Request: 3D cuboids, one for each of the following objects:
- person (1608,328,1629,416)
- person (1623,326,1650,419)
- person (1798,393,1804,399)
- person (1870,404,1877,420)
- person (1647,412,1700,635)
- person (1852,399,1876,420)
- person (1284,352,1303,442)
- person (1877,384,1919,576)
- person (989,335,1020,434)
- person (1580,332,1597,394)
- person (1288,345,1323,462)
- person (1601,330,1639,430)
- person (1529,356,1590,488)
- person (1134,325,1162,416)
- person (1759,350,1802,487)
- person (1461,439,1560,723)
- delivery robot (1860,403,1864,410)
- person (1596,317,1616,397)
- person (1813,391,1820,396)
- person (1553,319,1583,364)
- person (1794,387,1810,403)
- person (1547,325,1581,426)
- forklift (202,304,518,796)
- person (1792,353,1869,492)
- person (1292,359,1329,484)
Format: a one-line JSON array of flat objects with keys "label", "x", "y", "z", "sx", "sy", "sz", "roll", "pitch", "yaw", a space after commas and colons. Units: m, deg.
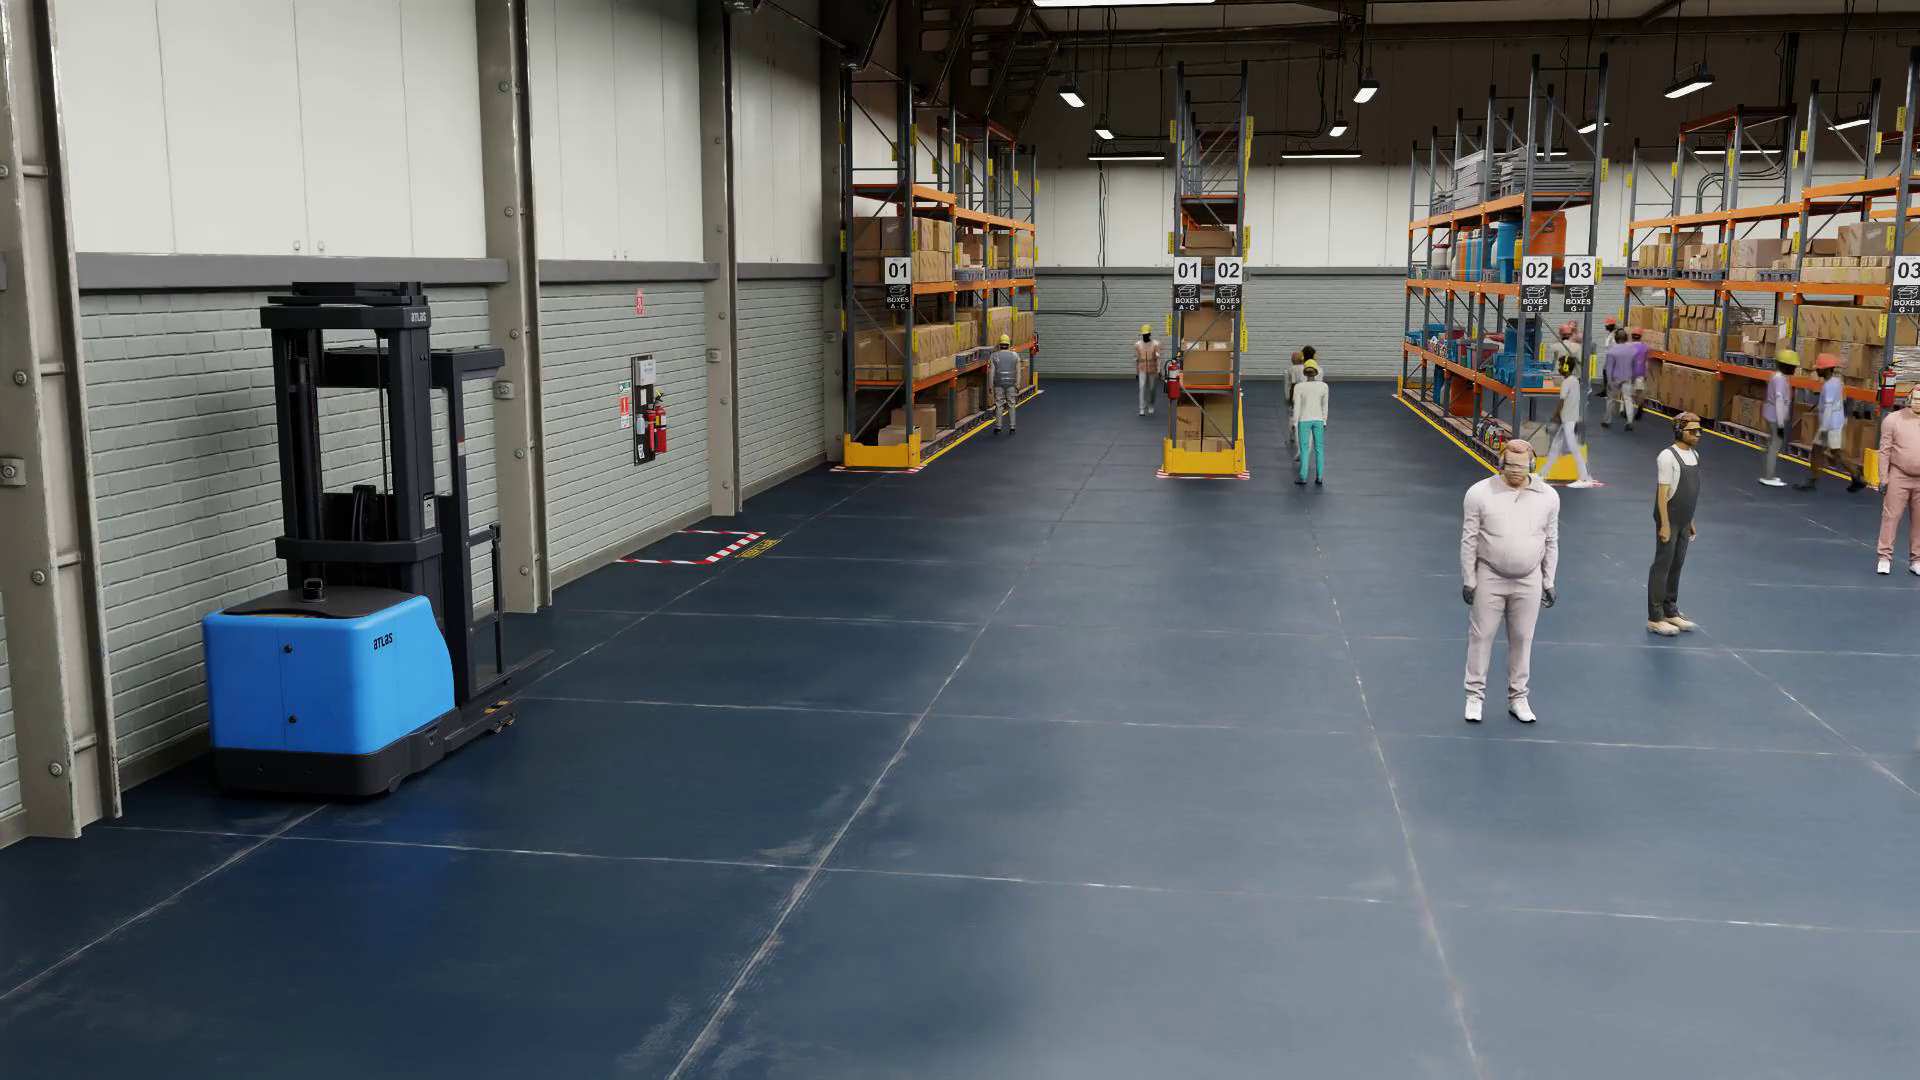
[{"label": "person", "x": 13.786, "y": -3.519, "z": 34.759, "sx": 0.511, "sy": 1.828, "sz": 1.000, "roll": 3, "pitch": 10, "yaw": 16}, {"label": "person", "x": 13.664, "y": -3.376, "z": 33.636, "sx": 0.536, "sy": 1.900, "sz": 0.880, "roll": 2, "pitch": 9, "yaw": 10}, {"label": "person", "x": 19.104, "y": -4.135, "z": 38.534, "sx": 0.970, "sy": 1.832, "sz": 0.607, "roll": 3, "pitch": 10, "yaw": 17}, {"label": "person", "x": 17.410, "y": -3.048, "z": 31.539, "sx": 0.628, "sy": 1.907, "sz": 0.894, "roll": 1, "pitch": 9, "yaw": 5}, {"label": "person", "x": 5.981, "y": -0.147, "z": 13.875, "sx": 0.506, "sy": 1.847, "sz": 0.350, "roll": -7, "pitch": 12, "yaw": -38}, {"label": "person", "x": 15.820, "y": -2.524, "z": 29.036, "sx": 0.541, "sy": 1.687, "sz": 0.472, "roll": 2, "pitch": 9, "yaw": 10}, {"label": "person", "x": 5.900, "y": -2.482, "z": 29.014, "sx": 0.504, "sy": 1.598, "sz": 0.826, "roll": 2, "pitch": 9, "yaw": 12}, {"label": "person", "x": 9.441, "y": -0.597, "z": 16.477, "sx": 0.637, "sy": 1.904, "sz": 0.403, "roll": 3, "pitch": 10, "yaw": 16}, {"label": "person", "x": 0.817, "y": -2.878, "z": 30.757, "sx": 0.600, "sy": 1.829, "sz": 0.404, "roll": -2, "pitch": 9, "yaw": -10}, {"label": "person", "x": 15.100, "y": -4.279, "z": 40.148, "sx": 0.502, "sy": 1.579, "sz": 0.877, "roll": 5, "pitch": 11, "yaw": 29}, {"label": "person", "x": 5.388, "y": -2.111, "z": 25.937, "sx": 0.550, "sy": 1.858, "sz": 0.416, "roll": 1, "pitch": 9, "yaw": 8}, {"label": "person", "x": 12.570, "y": -3.040, "z": 31.602, "sx": 0.635, "sy": 1.896, "sz": 1.023, "roll": 0, "pitch": 9, "yaw": 0}, {"label": "person", "x": 8.381, "y": -1.647, "z": 23.203, "sx": 0.956, "sy": 1.816, "sz": 0.544, "roll": 6, "pitch": 11, "yaw": 31}, {"label": "person", "x": 3.943, "y": -3.575, "z": 34.889, "sx": 0.601, "sy": 1.895, "sz": 0.907, "roll": 2, "pitch": 9, "yaw": 12}, {"label": "person", "x": 11.523, "y": -1.711, "z": 23.372, "sx": 0.445, "sy": 1.893, "sz": 0.664, "roll": 4, "pitch": 10, "yaw": 23}, {"label": "person", "x": 3.670, "y": 0.275, "z": 11.109, "sx": 0.640, "sy": 1.901, "sz": 0.401, "roll": 1, "pitch": 9, "yaw": 4}, {"label": "delivery robot", "x": 18.902, "y": -2.948, "z": 34.959, "sx": 0.477, "sy": 0.478, "sz": 0.707, "roll": 2, "pitch": 9, "yaw": 14}, {"label": "person", "x": 15.620, "y": -4.371, "z": 39.699, "sx": 0.655, "sy": 1.914, "sz": 0.561, "roll": 1, "pitch": 9, "yaw": 5}, {"label": "person", "x": 20.869, "y": -4.290, "z": 39.631, "sx": 0.922, "sy": 1.775, "sz": 0.605, "roll": 5, "pitch": 10, "yaw": 28}, {"label": "person", "x": 14.555, "y": -4.356, "z": 39.754, "sx": 0.700, "sy": 1.871, "sz": 0.663, "roll": -8, "pitch": 12, "yaw": -42}, {"label": "person", "x": 18.211, "y": -3.627, "z": 35.987, "sx": 0.507, "sy": 1.632, "sz": 0.268, "roll": 3, "pitch": 10, "yaw": 16}, {"label": "person", "x": 11.816, "y": -3.230, "z": 32.613, "sx": 0.639, "sy": 1.933, "sz": 1.035, "roll": 0, "pitch": 9, "yaw": 2}, {"label": "forklift", "x": -3.673, "y": -0.038, "z": 10.147, "sx": 1.129, "sy": 2.768, "sz": 1.873, "roll": 1, "pitch": 9, "yaw": 9}, {"label": "person", "x": 11.919, "y": -1.584, "z": 22.606, "sx": 0.880, "sy": 1.903, "sz": 0.542, "roll": 4, "pitch": 10, "yaw": 22}, {"label": "person", "x": 4.938, "y": -1.666, "z": 23.493, "sx": 0.526, "sy": 1.765, "sz": 0.329, "roll": -2, "pitch": 9, "yaw": -11}]
